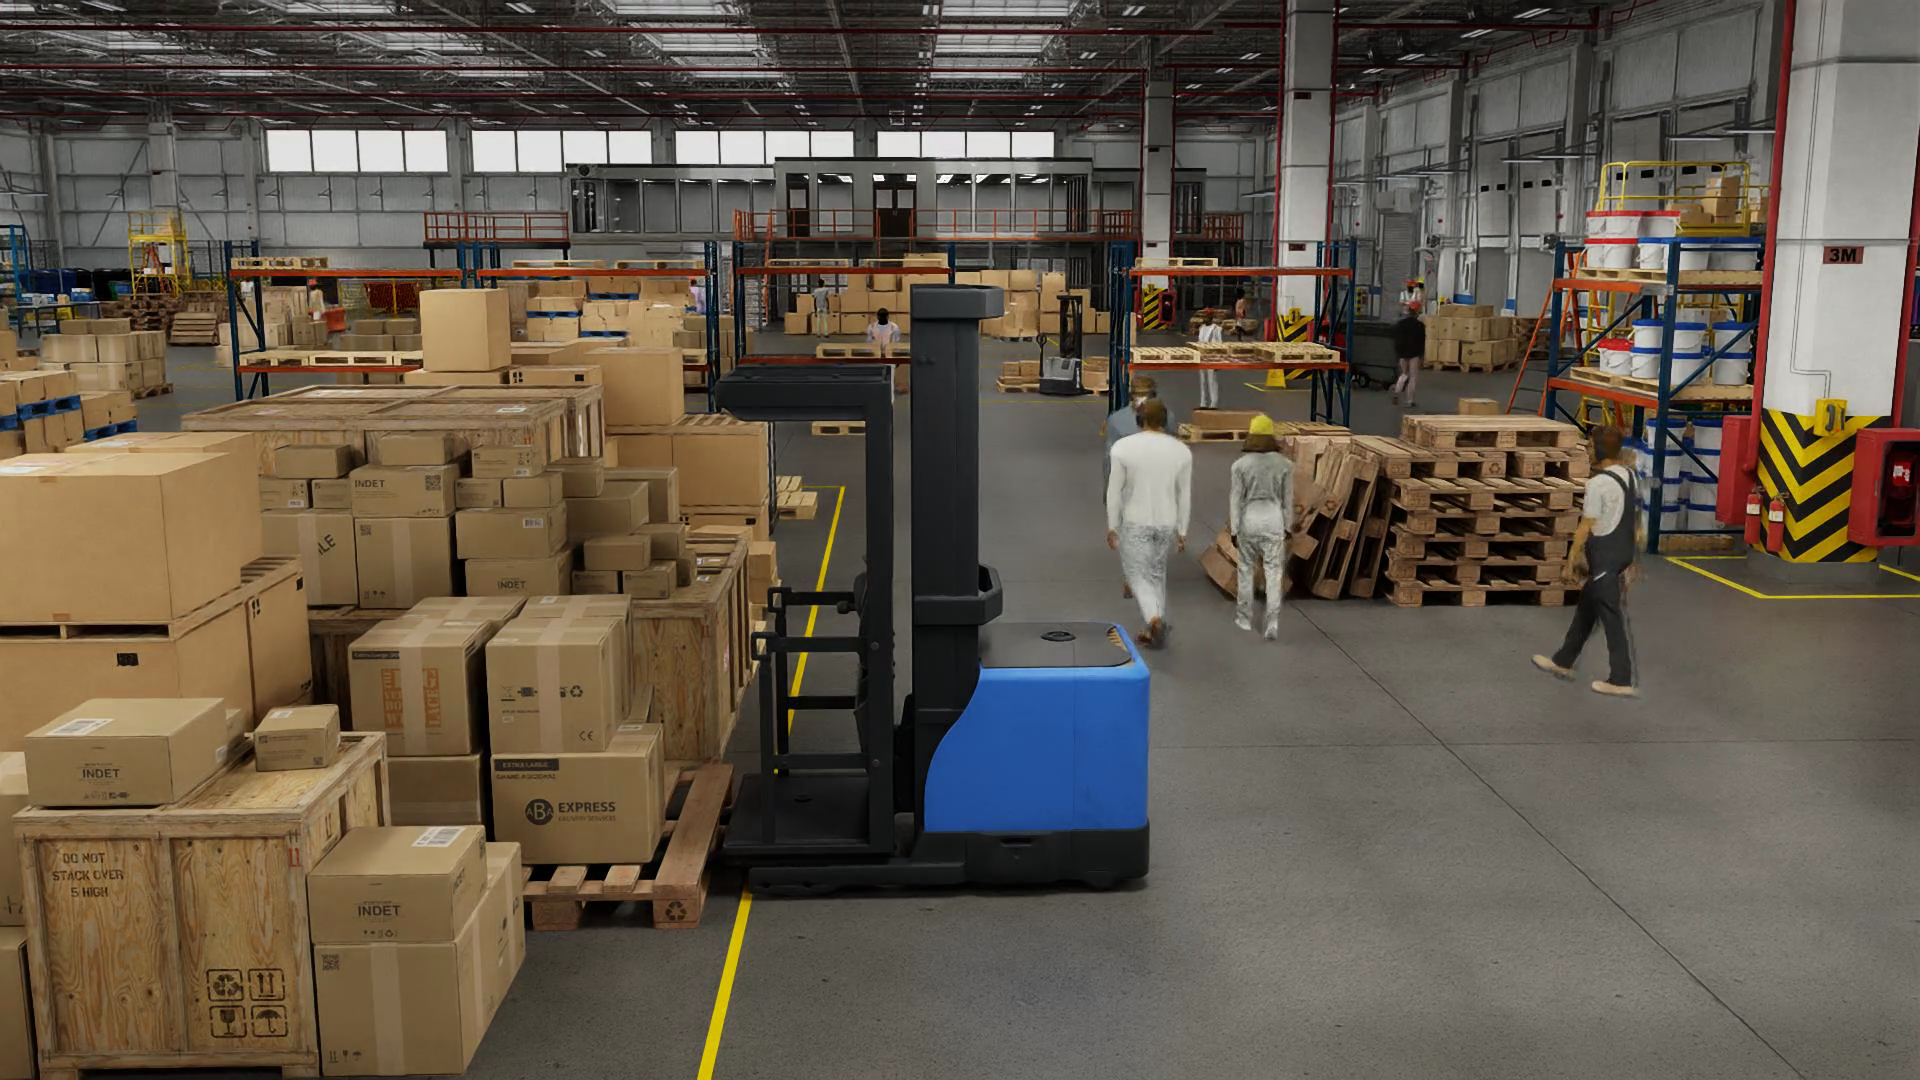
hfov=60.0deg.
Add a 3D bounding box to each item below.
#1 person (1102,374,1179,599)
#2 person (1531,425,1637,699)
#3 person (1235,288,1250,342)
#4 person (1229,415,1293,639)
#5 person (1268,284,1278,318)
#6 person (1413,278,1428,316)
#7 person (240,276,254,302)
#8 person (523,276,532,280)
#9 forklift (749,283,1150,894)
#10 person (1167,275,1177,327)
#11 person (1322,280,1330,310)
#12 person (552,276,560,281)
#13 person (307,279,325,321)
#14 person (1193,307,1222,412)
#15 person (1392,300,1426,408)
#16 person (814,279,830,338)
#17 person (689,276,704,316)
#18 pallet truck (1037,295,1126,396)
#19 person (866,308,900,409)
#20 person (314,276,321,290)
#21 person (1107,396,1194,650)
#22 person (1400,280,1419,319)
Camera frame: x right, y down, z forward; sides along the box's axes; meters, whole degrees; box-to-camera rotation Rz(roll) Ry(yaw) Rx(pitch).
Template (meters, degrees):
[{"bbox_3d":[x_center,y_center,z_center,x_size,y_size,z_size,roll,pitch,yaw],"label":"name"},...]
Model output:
[{"bbox_3d":[1.532,-0.456,14.190,0.654,1.922,0.473,1,10,7],"label":"person"},{"bbox_3d":[4.222,0.129,11.231,0.545,1.810,0.879,-9,14,-42],"label":"person"},{"bbox_3d":[8.252,-6.521,48.650,0.505,1.682,0.535,-2,10,-13],"label":"person"},{"bbox_3d":[2.321,-0.102,12.797,0.508,1.719,0.731,0,10,2],"label":"person"},{"bbox_3d":[9.624,-6.899,50.555,0.540,1.750,0.387,9,14,42],"label":"person"},{"bbox_3d":[14.899,-7.556,53.888,0.610,1.871,1.012,-2,10,-12],"label":"person"},{"bbox_3d":[-26.149,-8.846,61.103,0.605,1.853,0.721,0,10,-1],"label":"person"},{"bbox_3d":[-15.791,-8.857,60.660,0.684,2.000,1.012,2,10,11],"label":"person"},{"bbox_3d":[-0.058,0.174,8.009,1.873,2.768,1.129,0,10,-2],"label":"forklift"},{"bbox_3d":[7.551,-8.613,59.429,0.382,1.993,0.622,1,10,6],"label":"person"},{"bbox_3d":[11.583,-7.422,53.276,0.510,1.822,0.639,-9,13,-40],"label":"person"},{"bbox_3d":[-14.511,-8.680,59.990,0.594,1.924,0.382,7,12,33],"label":"person"},{"bbox_3d":[-19.580,-6.930,50.324,0.565,1.893,0.936,7,12,35],"label":"person"},{"bbox_3d":[4.387,-3.165,29.388,0.337,1.882,0.585,-6,12,-29],"label":"person"},{"bbox_3d":[8.210,-3.382,30.323,0.462,1.980,0.653,-8,13,-38],"label":"person"},{"bbox_3d":[-4.339,-7.270,52.296,0.508,1.872,0.329,1,10,8],"label":"person"},{"bbox_3d":[-8.069,-6.986,50.366,0.626,1.988,1.034,-2,10,-10],"label":"person"},{"bbox_3d":[2.483,-3.881,33.060,1.885,1.965,0.823,-7,13,-36],"label":"pallet truck"},{"bbox_3d":[-1.399,-3.280,30.147,0.635,1.842,0.429,1,10,4],"label":"person"},{"bbox_3d":[-25.251,-9.577,65.444,0.321,1.766,0.532,-7,12,-35],"label":"person"},{"bbox_3d":[1.427,-0.083,12.170,0.657,1.904,0.700,-2,10,-12],"label":"person"},{"bbox_3d":[13.445,-6.821,49.771,0.548,1.893,1.005,2,10,13],"label":"person"}]
